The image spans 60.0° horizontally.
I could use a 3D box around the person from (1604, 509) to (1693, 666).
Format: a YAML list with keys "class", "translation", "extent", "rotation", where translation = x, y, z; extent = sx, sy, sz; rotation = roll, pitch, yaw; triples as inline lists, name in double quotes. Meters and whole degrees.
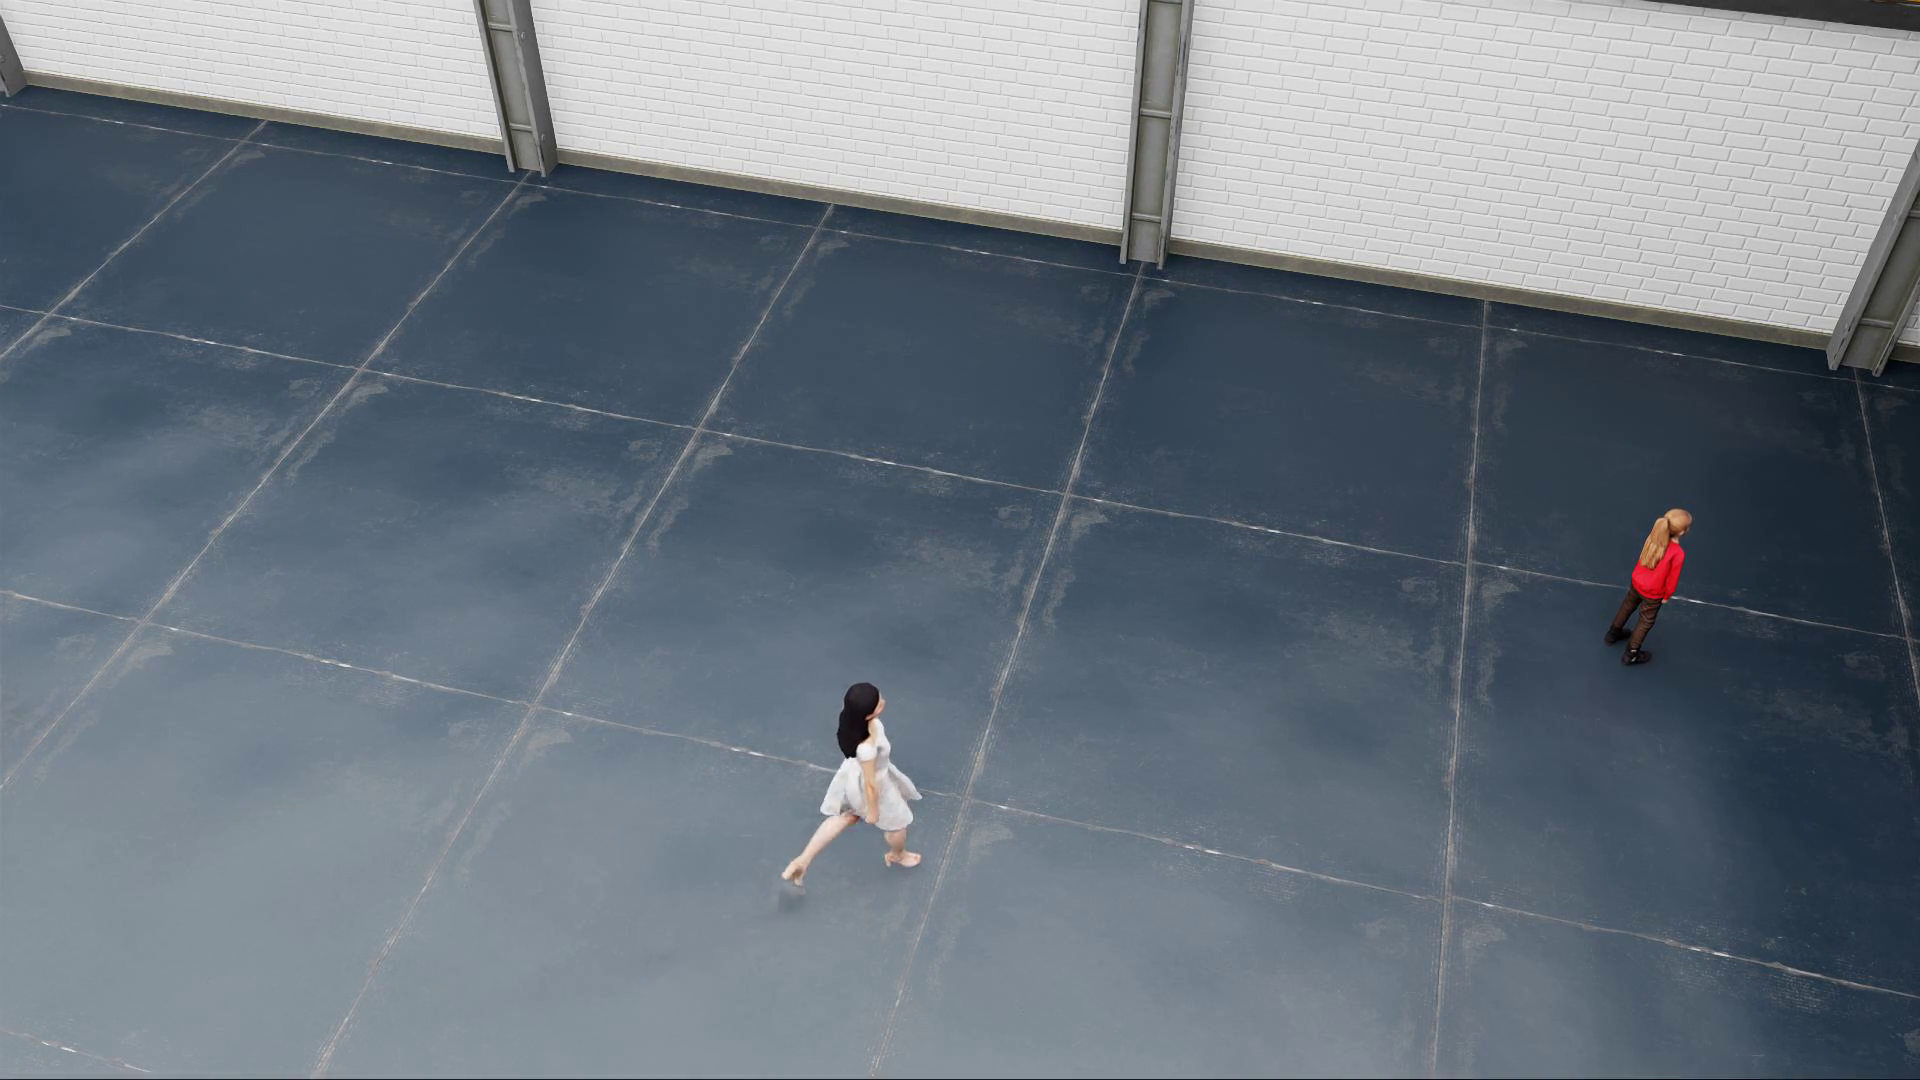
- class: "person"
  translation: [4.606, 0.293, 11.089]
  extent: [0.608, 1.280, 0.567]
  rotation: [-13, 45, -14]

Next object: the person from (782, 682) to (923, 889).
- class: "person"
  translation: [-0.616, 1.447, 9.543]
  extent: [1.166, 1.743, 1.016]
  rotation: [-15, 46, -15]
